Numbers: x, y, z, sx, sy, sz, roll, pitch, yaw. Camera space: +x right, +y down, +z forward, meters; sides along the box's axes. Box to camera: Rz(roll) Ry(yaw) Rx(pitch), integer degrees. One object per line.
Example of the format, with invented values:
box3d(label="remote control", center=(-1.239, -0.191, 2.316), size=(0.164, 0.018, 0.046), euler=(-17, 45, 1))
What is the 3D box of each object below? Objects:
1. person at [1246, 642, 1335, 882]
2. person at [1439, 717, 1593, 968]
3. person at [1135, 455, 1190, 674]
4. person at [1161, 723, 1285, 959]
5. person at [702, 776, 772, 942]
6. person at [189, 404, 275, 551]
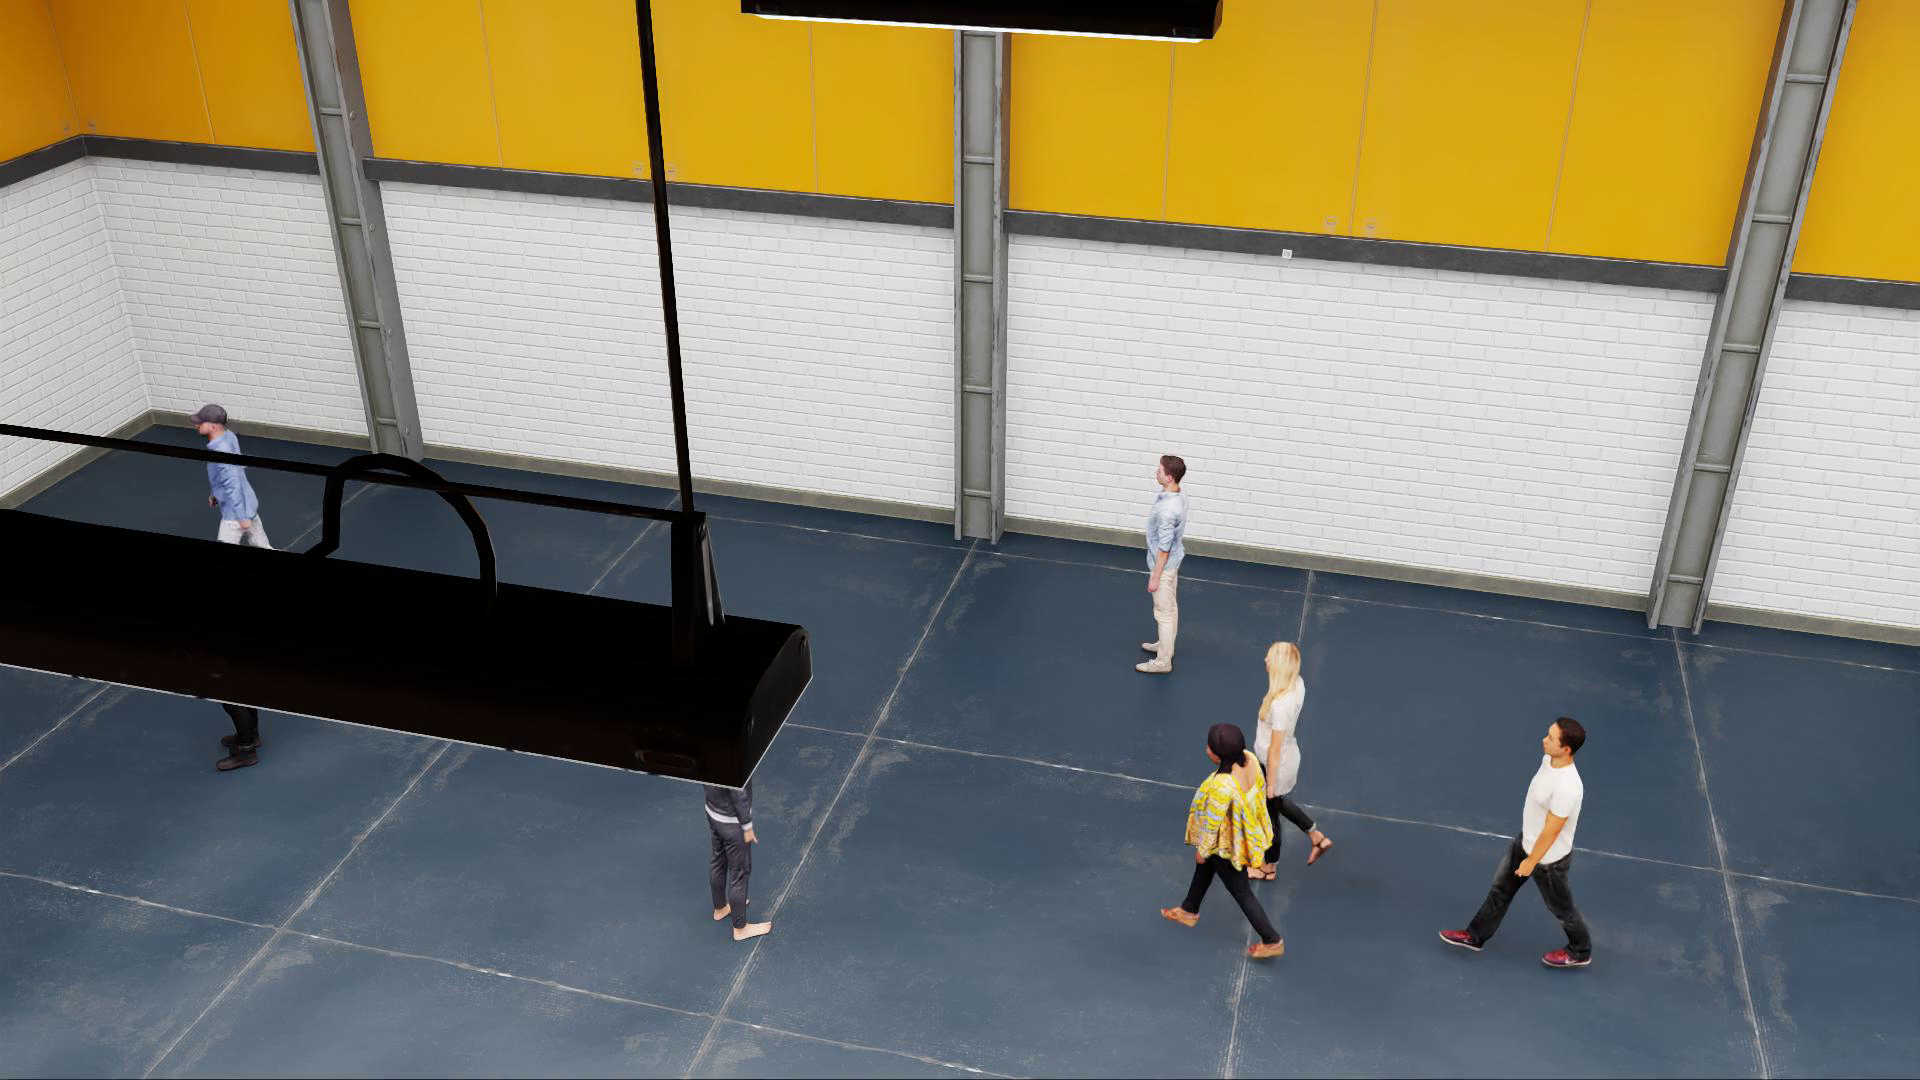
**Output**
box3d(label="person", center=(2.128, 1.454, 10.645), size=(0.808, 1.817, 0.616), euler=(7, 29, 13))
box3d(label="person", center=(3.596, 1.868, 9.959), size=(1.201, 1.758, 0.834), euler=(1, 29, 1))
box3d(label="person", center=(1.603, 0.178, 12.954), size=(0.547, 1.847, 0.646), euler=(8, 30, 15))
box3d(label="person", center=(1.705, 1.869, 10.100), size=(1.072, 1.612, 0.779), euler=(12, 31, 22))
box3d(label="person", center=(-1.435, 1.685, 10.272), size=(0.753, 1.768, 0.664), euler=(-20, 34, -32))
box3d(label="person", center=(-5.901, -0.263, 13.771), size=(1.231, 1.838, 0.963), euler=(-5, 29, -8))
